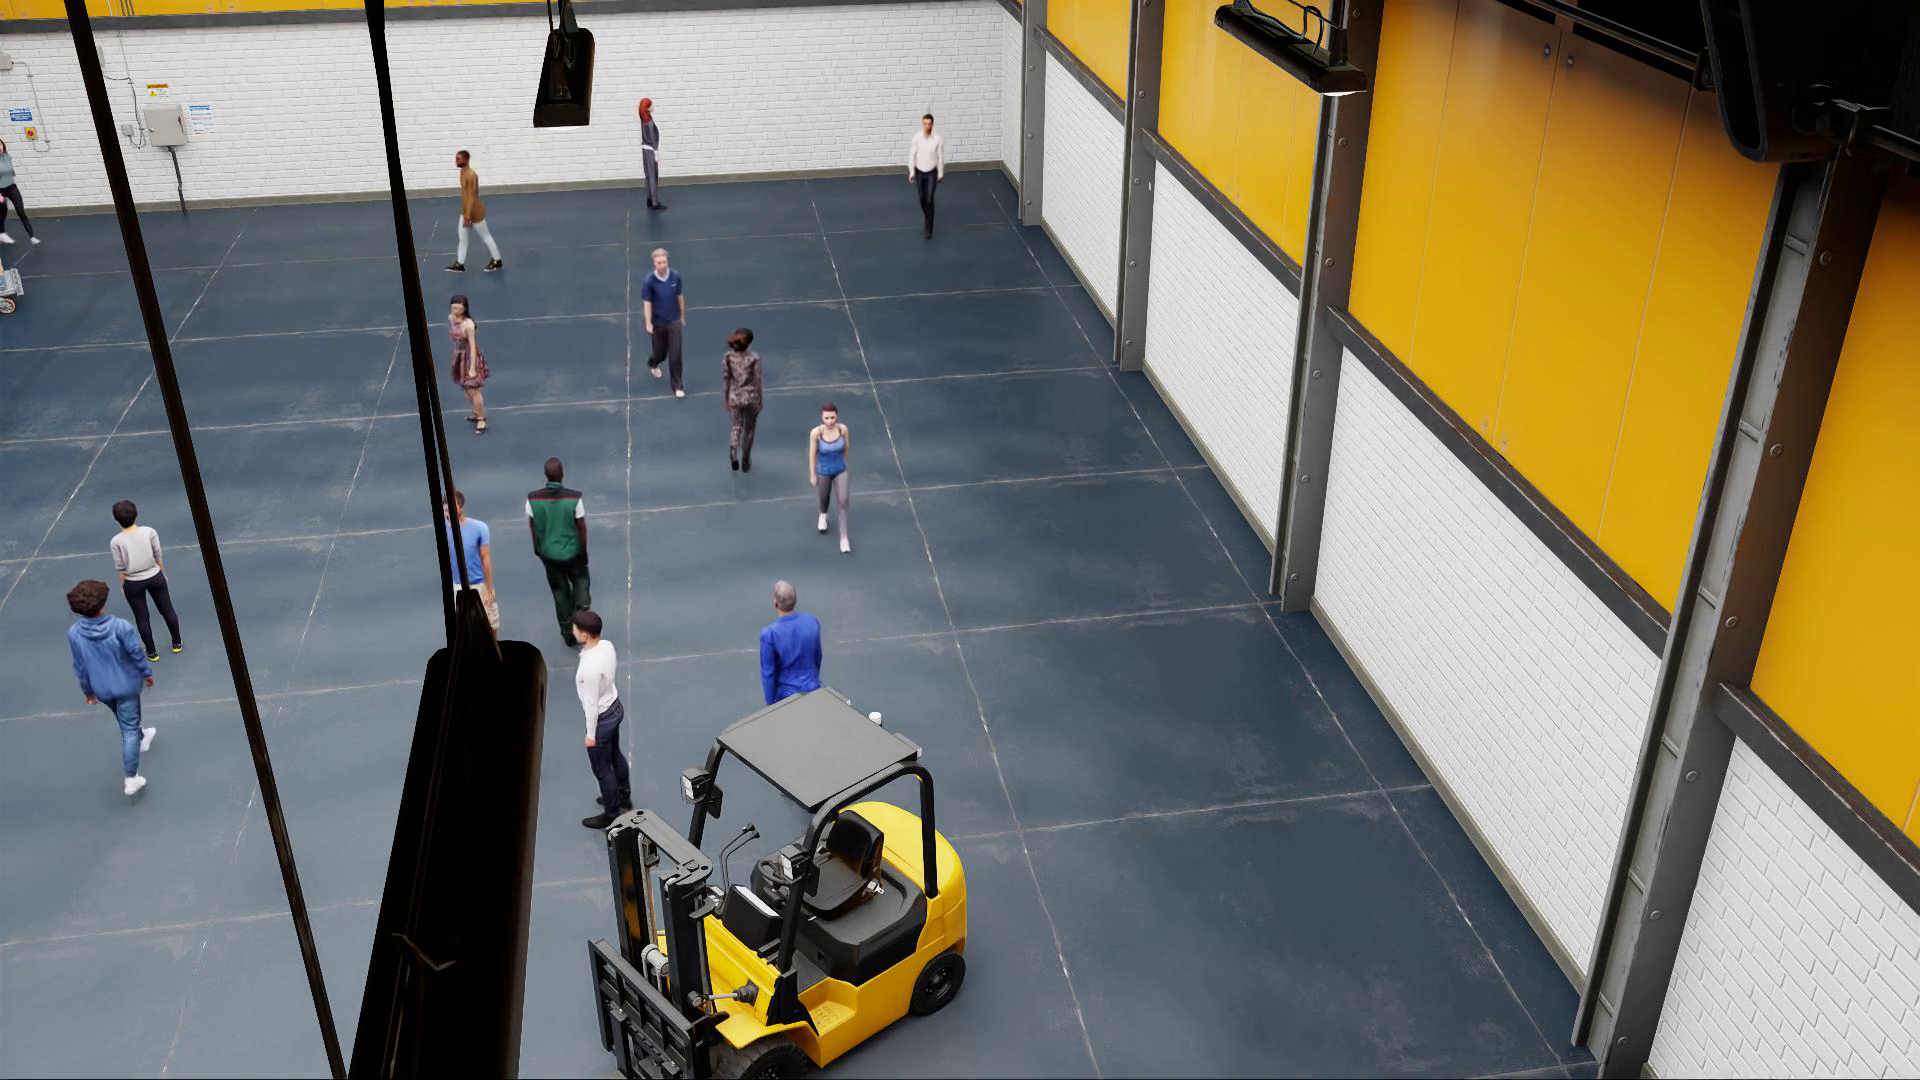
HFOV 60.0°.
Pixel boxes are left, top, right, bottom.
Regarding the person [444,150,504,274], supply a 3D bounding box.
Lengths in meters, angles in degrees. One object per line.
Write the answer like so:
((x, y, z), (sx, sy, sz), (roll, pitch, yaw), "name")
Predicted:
((-6.921, -4.722, 23.979), (1.036, 1.776, 1.112), (-22, 35, -34), "person")

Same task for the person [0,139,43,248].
((-14.382, -5.216, 24.978), (1.149, 1.686, 1.167), (12, 31, 20), "person")

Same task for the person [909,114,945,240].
((-0.518, -5.648, 25.613), (0.944, 1.836, 1.271), (5, 29, 8), "person")

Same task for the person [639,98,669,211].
((-4.962, -6.203, 26.690), (0.694, 1.779, 0.539), (-15, 32, -25), "person")

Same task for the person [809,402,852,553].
((-1.310, -0.700, 16.828), (0.597, 1.563, 1.036), (-6, 29, -11), "person")

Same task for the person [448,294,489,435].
((-5.640, -2.023, 19.068), (0.919, 1.740, 0.835), (-20, 34, -32), "person")

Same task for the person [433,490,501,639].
((-4.282, 0.346, 14.620), (0.683, 1.841, 0.891), (-2, 29, -4), "person")

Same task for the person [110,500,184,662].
((-7.323, 0.353, 14.908), (0.621, 1.552, 0.634), (-24, 36, -36), "person")

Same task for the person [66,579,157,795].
((-6.691, 1.185, 13.162), (0.771, 1.764, 1.211), (-2, 29, -3), "person")

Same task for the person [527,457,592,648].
((-3.597, 0.161, 14.977), (0.692, 1.822, 0.676), (-3, 29, -5), "person")

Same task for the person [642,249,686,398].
((-3.591, -2.662, 20.127), (0.836, 1.847, 1.032), (-14, 31, -24), "person")

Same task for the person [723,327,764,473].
((-2.360, -1.473, 18.104), (0.705, 1.698, 0.862), (2, 29, 3), "person")

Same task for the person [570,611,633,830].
((-2.724, 1.362, 12.735), (0.744, 1.862, 0.630), (3, 29, 6), "person")

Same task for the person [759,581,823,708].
((-1.247, 1.240, 13.049), (0.852, 1.776, 1.209), (-12, 31, -21), "person")
